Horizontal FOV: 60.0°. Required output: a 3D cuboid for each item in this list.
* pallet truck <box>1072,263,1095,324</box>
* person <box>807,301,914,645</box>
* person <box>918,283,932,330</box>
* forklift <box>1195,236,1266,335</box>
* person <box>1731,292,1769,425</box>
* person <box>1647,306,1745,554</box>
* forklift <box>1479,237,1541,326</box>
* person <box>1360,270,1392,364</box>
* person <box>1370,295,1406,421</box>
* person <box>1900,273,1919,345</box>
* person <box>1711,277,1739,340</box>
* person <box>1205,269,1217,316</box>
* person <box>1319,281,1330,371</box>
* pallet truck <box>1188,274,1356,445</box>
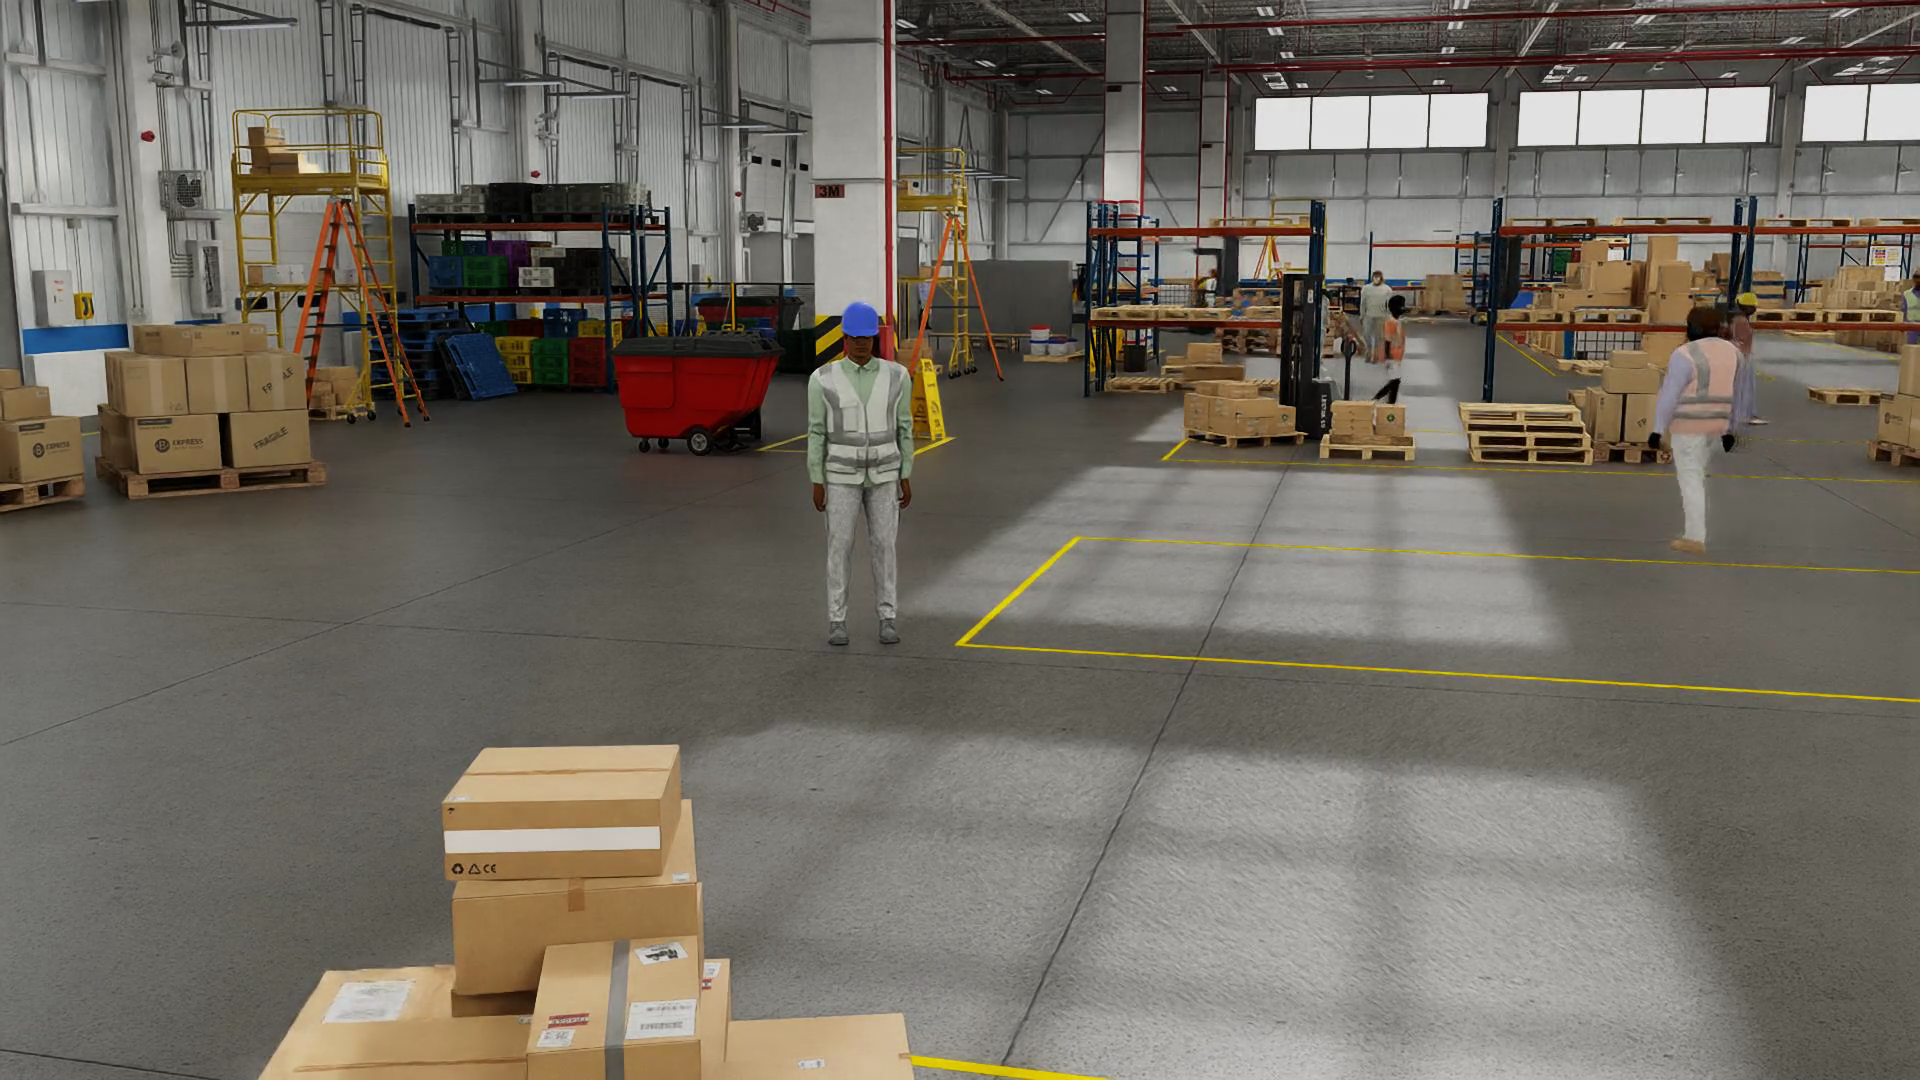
[{"bbox_3d":[4.325,-8.180,55.162,0.823,1.965,1.885,6,11,31],"label":"pallet truck"},{"bbox_3d":[-0.555,-0.362,9.326,0.600,1.940,0.422,-2,10,-13],"label":"person"},{"bbox_3d":[-1.027,-7.313,50.282,0.544,1.928,0.393,-8,13,-40],"label":"person"},{"bbox_3d":[7.603,-7.140,46.443,1.873,2.768,1.129,2,10,14],"label":"forklift"},{"bbox_3d":[10.150,-2.371,21.713,0.785,1.730,0.536,2,10,13],"label":"person"},{"bbox_3d":[5.417,-0.816,12.333,0.637,1.824,0.588,-5,11,-26],"label":"person"},{"bbox_3d":[17.401,-8.129,52.267,1.873,2.768,1.129,2,10,14],"label":"forklift"},{"bbox_3d":[8.468,-4.538,33.932,0.654,1.920,0.671,4,10,21],"label":"person"},{"bbox_3d":[5.696,-2.400,22.029,0.426,1.685,0.548,6,11,31],"label":"person"},{"bbox_3d":[18.214,-4.130,31.618,0.636,1.895,0.538,8,13,40],"label":"person"},{"bbox_3d":[13.245,-3.642,28.932,0.584,1.824,0.551,-6,11,-32],"label":"person"},{"bbox_3d":[7.496,-7.074,49.158,0.973,1.832,0.592,-4,10,-22],"label":"person"},{"bbox_3d":[6.898,-4.114,31.987,0.483,1.738,0.320,-3,10,-19],"label":"person"},{"bbox_3d":[3.653,-2.138,19.590,1.885,1.965,0.823,-4,10,-20],"label":"pallet truck"}]
